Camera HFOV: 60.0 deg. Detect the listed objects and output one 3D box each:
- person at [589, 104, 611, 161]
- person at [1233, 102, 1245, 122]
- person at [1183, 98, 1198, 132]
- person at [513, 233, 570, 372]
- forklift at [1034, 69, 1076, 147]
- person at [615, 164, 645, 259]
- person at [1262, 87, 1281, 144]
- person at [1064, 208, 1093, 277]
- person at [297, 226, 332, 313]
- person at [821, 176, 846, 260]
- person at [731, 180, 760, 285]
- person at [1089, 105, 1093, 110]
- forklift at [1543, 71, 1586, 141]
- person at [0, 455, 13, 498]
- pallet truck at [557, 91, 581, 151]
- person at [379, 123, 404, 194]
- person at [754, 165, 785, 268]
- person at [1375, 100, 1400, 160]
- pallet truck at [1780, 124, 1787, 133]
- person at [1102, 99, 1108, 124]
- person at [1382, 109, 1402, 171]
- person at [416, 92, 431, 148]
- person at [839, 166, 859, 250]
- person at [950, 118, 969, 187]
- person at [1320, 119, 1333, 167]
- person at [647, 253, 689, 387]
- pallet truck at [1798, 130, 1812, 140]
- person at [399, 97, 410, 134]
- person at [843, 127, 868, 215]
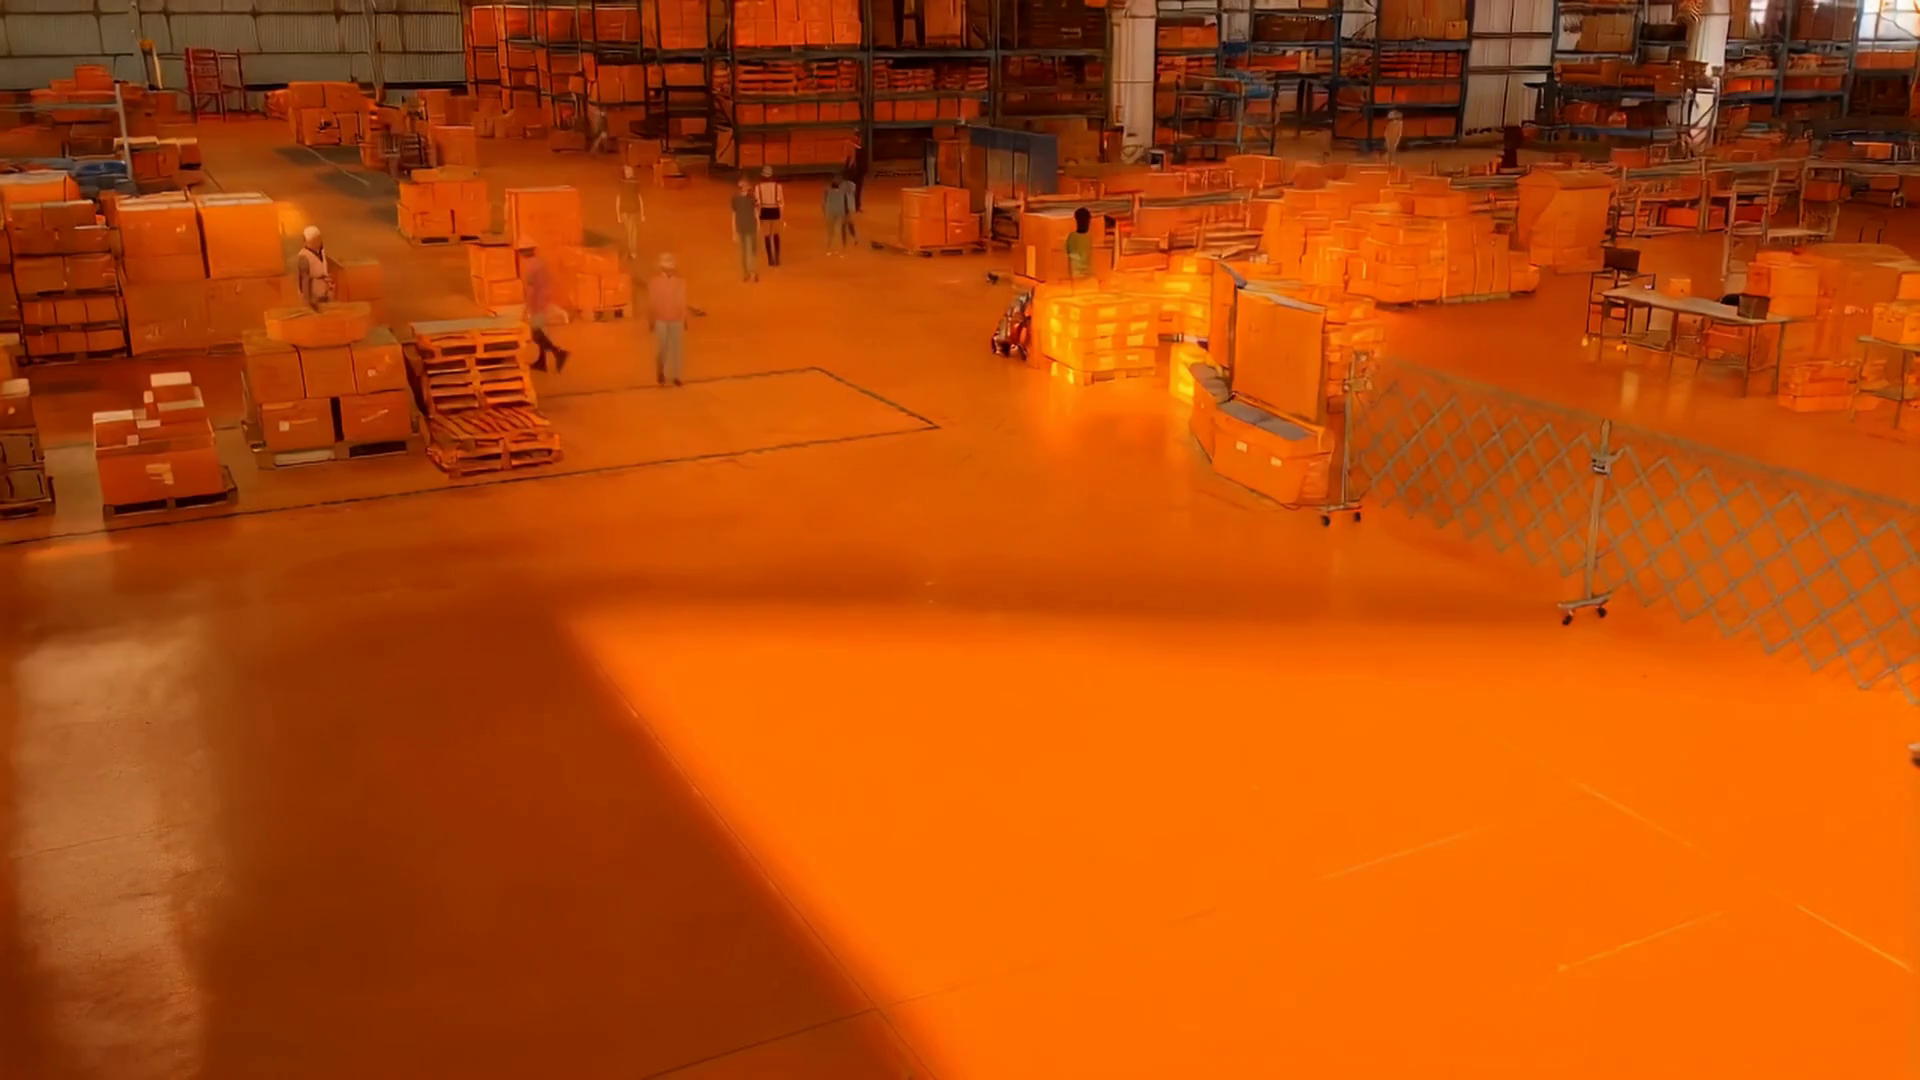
[{"bbox_3d":[-11.506,-13.066,53.348,0.897,1.791,0.659,-6,19,-19],"label":"person"},{"bbox_3d":[10.046,-15.272,60.038,0.432,1.892,0.658,5,19,17],"label":"person"},{"bbox_3d":[8.542,-15.693,61.405,0.657,1.864,0.978,-13,22,-35],"label":"person"},{"bbox_3d":[-5.591,-3.141,22.226,0.648,1.910,0.593,3,18,10],"label":"person"},{"bbox_3d":[2.756,-13.889,54.133,1.873,2.768,1.129,-9,20,-26],"label":"forklift"},{"bbox_3d":[-6.477,-6.445,32.652,0.539,1.823,0.964,0,18,-1],"label":"person"},{"bbox_3d":[11.186,-15.264,59.856,1.056,1.982,0.616,-8,19,-22],"label":"person"},{"bbox_3d":[1.767,-3.872,24.377,0.362,1.966,0.611,13,22,34],"label":"person"},{"bbox_3d":[-8.817,-3.330,22.767,0.397,1.919,0.590,1,18,3],"label":"person"},{"bbox_3d":[-2.479,-6.333,32.659,0.502,1.587,0.824,-3,18,-9],"label":"person"},{"bbox_3d":[-3.794,-5.455,29.514,0.504,1.840,0.796,-4,18,-11],"label":"person"},{"bbox_3d":[4.932,-16.264,63.471,0.648,1.678,0.539,12,22,34],"label":"person"},{"bbox_3d":[18.685,-13.231,52.085,1.873,2.768,1.129,-9,20,-26],"label":"forklift"},{"bbox_3d":[-8.357,-0.483,14.061,0.544,1.804,0.524,-2,18,-7],"label":"person"},{"bbox_3d":[-13.495,-14.412,57.188,0.823,1.965,1.885,-3,18,-9],"label":"pallet truck"},{"bbox_3d":[-15.056,-10.090,43.994,0.604,1.828,1.004,7,19,20],"label":"person"},{"bbox_3d":[-3.604,-6.115,31.442,0.580,1.918,0.448,-4,18,-11],"label":"person"},{"bbox_3d":[13.779,-13.126,53.331,0.917,1.896,0.572,-9,20,-25],"label":"person"},{"bbox_3d":[25.206,-12.542,52.601,1.601,1.201,0.680,0,18,-2],"label":"pallet truck"},{"bbox_3d":[6.094,-17.949,68.851,0.494,1.601,0.679,12,21,32],"label":"person"},{"bbox_3d":[12.935,-11.990,49.919,0.418,1.819,0.619,-12,22,-34],"label":"person"},{"bbox_3d":[-18.837,-14.746,58.373,0.587,1.911,0.398,15,23,38],"label":"person"},{"bbox_3d":[-2.317,-6.718,33.688,0.551,1.686,0.361,-9,20,-26],"label":"person"},{"bbox_3d":[0.025,-10.170,44.024,0.983,1.946,0.659,-1,18,-2],"label":"person"},{"bbox_3d":[10.265,-10.955,46.797,0.687,1.744,0.533,-7,19,-20],"label":"person"},{"bbox_3d":[-3.784,-2.854,21.546,0.543,1.749,0.436,-8,19,-22],"label":"person"},{"bbox_3d":[25.526,-11.556,49.408,1.630,1.274,0.653,-9,20,-26],"label":"pallet truck"},{"bbox_3d":[-20.029,-15.130,60.002,0.311,1.642,0.512,-7,19,-20],"label":"person"},{"bbox_3d":[-2.438,-8.768,39.521,0.537,2.000,0.675,9,20,25],"label":"person"}]
